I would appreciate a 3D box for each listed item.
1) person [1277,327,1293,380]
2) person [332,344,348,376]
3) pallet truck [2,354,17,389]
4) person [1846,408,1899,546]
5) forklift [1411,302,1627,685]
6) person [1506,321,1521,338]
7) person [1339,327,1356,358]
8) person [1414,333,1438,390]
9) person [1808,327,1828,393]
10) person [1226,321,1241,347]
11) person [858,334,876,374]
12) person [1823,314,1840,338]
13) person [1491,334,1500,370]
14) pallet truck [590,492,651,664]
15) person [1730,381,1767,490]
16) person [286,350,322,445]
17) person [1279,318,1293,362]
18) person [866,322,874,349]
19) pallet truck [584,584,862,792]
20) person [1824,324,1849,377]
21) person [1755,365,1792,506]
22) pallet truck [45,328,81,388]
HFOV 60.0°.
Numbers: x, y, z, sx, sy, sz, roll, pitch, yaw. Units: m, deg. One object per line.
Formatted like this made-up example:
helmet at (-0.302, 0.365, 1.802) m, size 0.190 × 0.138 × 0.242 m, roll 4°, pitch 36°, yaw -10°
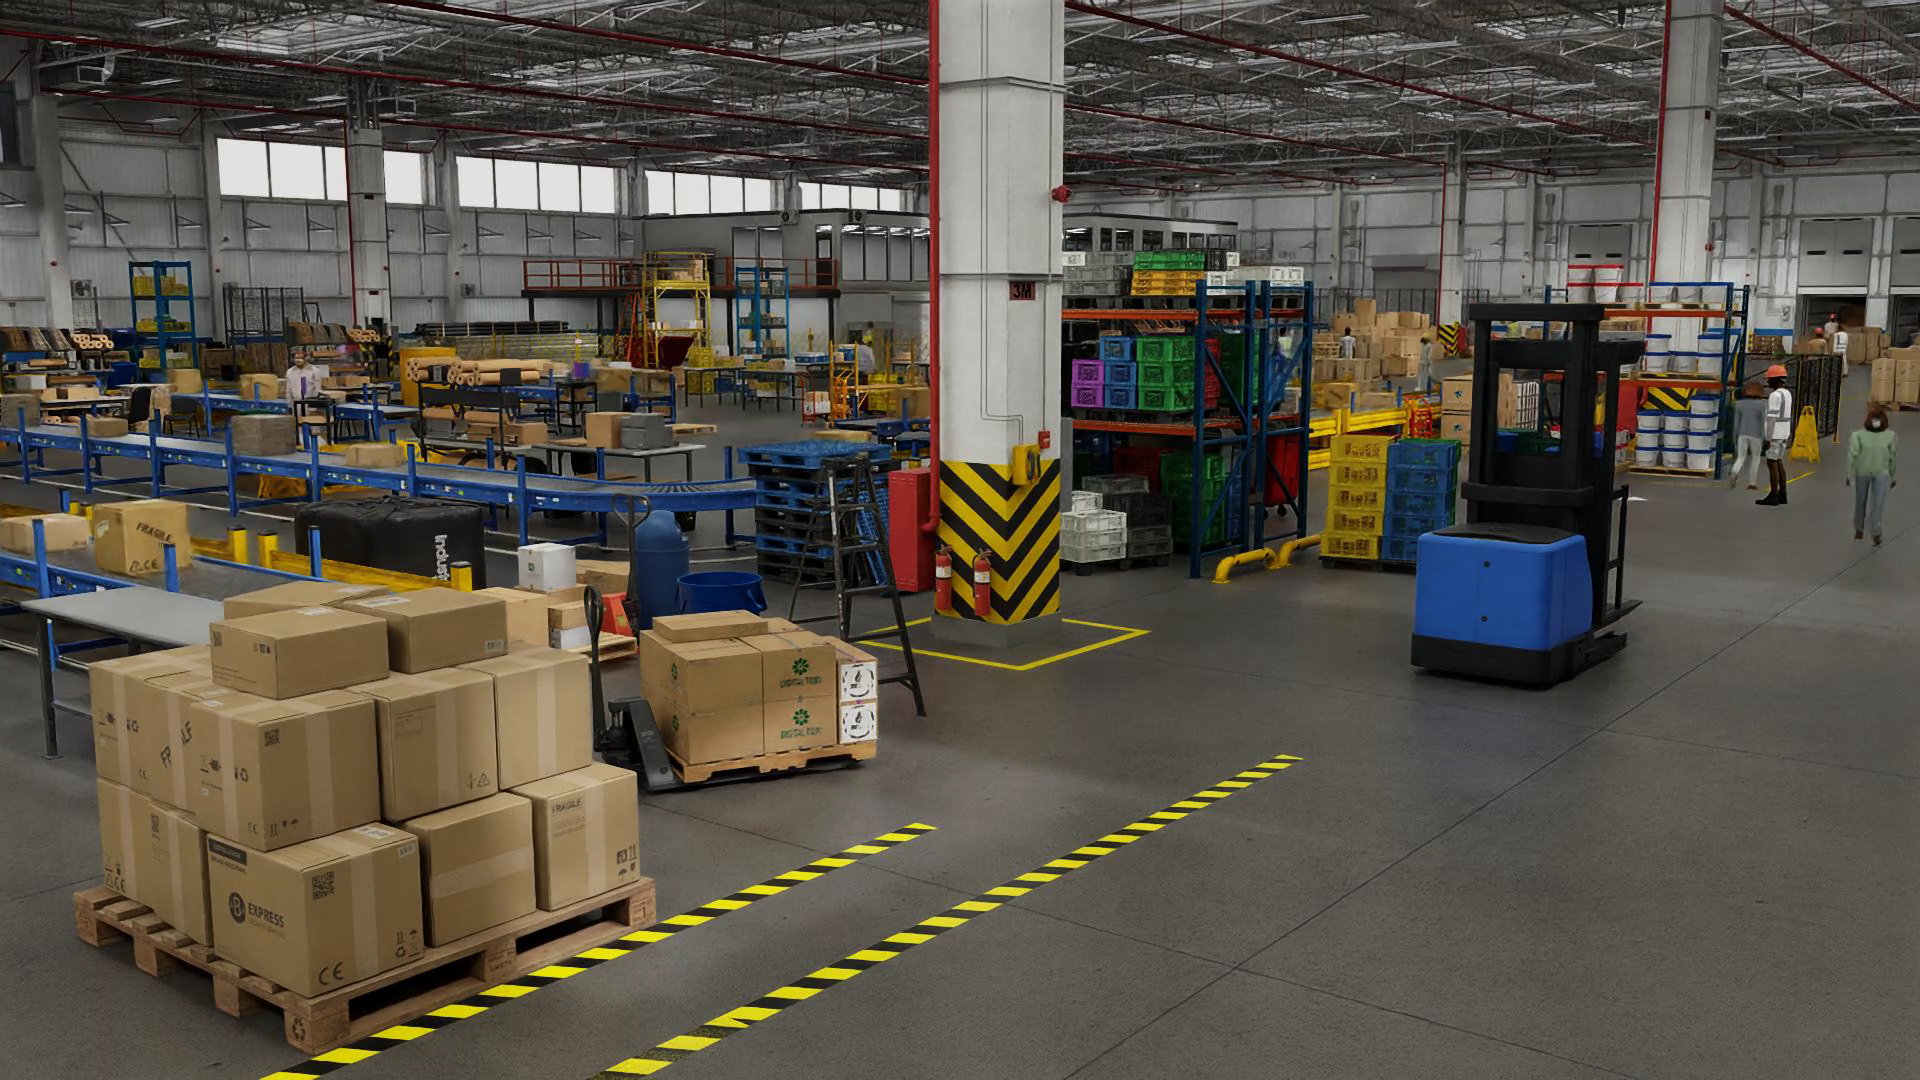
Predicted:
person at (9.864, -5.526, 50.458) m, size 0.598 × 1.899 × 0.685 m, roll -6°, pitch 10°, yaw -33°
person at (-15.223, -4.098, 40.498) m, size 1.026 × 1.988 × 0.637 m, roll -8°, pitch 11°, yaw -41°
pallet truck at (-24.881, -4.417, 42.634) m, size 1.885 × 1.965 × 0.823 m, roll 8°, pitch 11°, yaw 41°
person at (10.561, -0.749, 19.283) m, size 0.524 × 1.588 × 0.874 m, roll 4°, pitch 9°, yaw 23°
forklift at (4.379, -0.438, 12.852) m, size 1.129 × 2.768 × 1.873 m, roll 7°, pitch 11°, yaw 37°
person at (25.260, -9.262, 75.918) m, size 0.631 × 1.819 × 0.804 m, roll 1°, pitch 9°, yaw 10°
person at (11.875, -5.597, 51.040) m, size 0.533 × 1.864 × 0.311 m, roll 0°, pitch 8°, yaw 0°
person at (13.966, -5.334, 49.741) m, size 0.760 × 1.720 × 0.484 m, roll -5°, pitch 10°, yaw -32°
person at (24.839, -5.207, 48.242) m, size 0.743 × 1.922 × 0.558 m, roll -5°, pitch 10°, yaw -31°
person at (10.117, -7.163, 61.579) m, size 0.578 × 1.860 × 1.033 m, roll 0°, pitch 8°, yaw 1°
person at (-2.513, -4.569, 44.284) m, size 0.412 × 1.820 × 0.608 m, roll -7°, pitch 11°, yaw -41°
person at (37.680, -8.761, 71.923) m, size 0.611 × 1.997 × 0.375 m, roll 5°, pitch 10°, yaw 31°
person at (13.193, -4.126, 41.003) m, size 0.858 × 1.910 × 0.552 m, roll 6°, pitch 11°, yaw 37°
pallet truck at (-3.115, 0.344, 12.883) m, size 0.653 × 1.274 × 1.630 m, roll 7°, pitch 11°, yaw 37°
person at (11.558, -1.515, 24.351) m, size 0.550 × 1.613 × 0.511 m, roll -7°, pitch 11°, yaw -41°
person at (-11.616, -2.406, 29.441) m, size 0.635 × 1.900 × 0.397 m, roll 0°, pitch 8°, yaw 2°
person at (13.724, -8.446, 70.332) m, size 0.963 × 1.831 × 0.614 m, roll -7°, pitch 11°, yaw -38°
person at (-3.406, -7.392, 63.252) m, size 0.505 × 1.825 × 0.519 m, roll -1°, pitch 9°, yaw -7°
pallet truck at (-1.426, 0.805, 10.019) m, size 1.601 × 1.201 × 0.680 m, roll -4°, pitch 9°, yaw -26°
person at (30.352, -6.527, 57.407) m, size 0.585 × 1.834 × 0.960 m, roll -1°, pitch 9°, yaw -7°
person at (11.157, -1.432, 22.782) m, size 0.399 × 1.925 × 0.543 m, roll 8°, pitch 12°, yaw 43°
pallet truck at (-23.775, -4.544, 43.495) m, size 1.885 × 1.965 × 0.823 m, roll 6°, pitch 10°, yaw 35°
